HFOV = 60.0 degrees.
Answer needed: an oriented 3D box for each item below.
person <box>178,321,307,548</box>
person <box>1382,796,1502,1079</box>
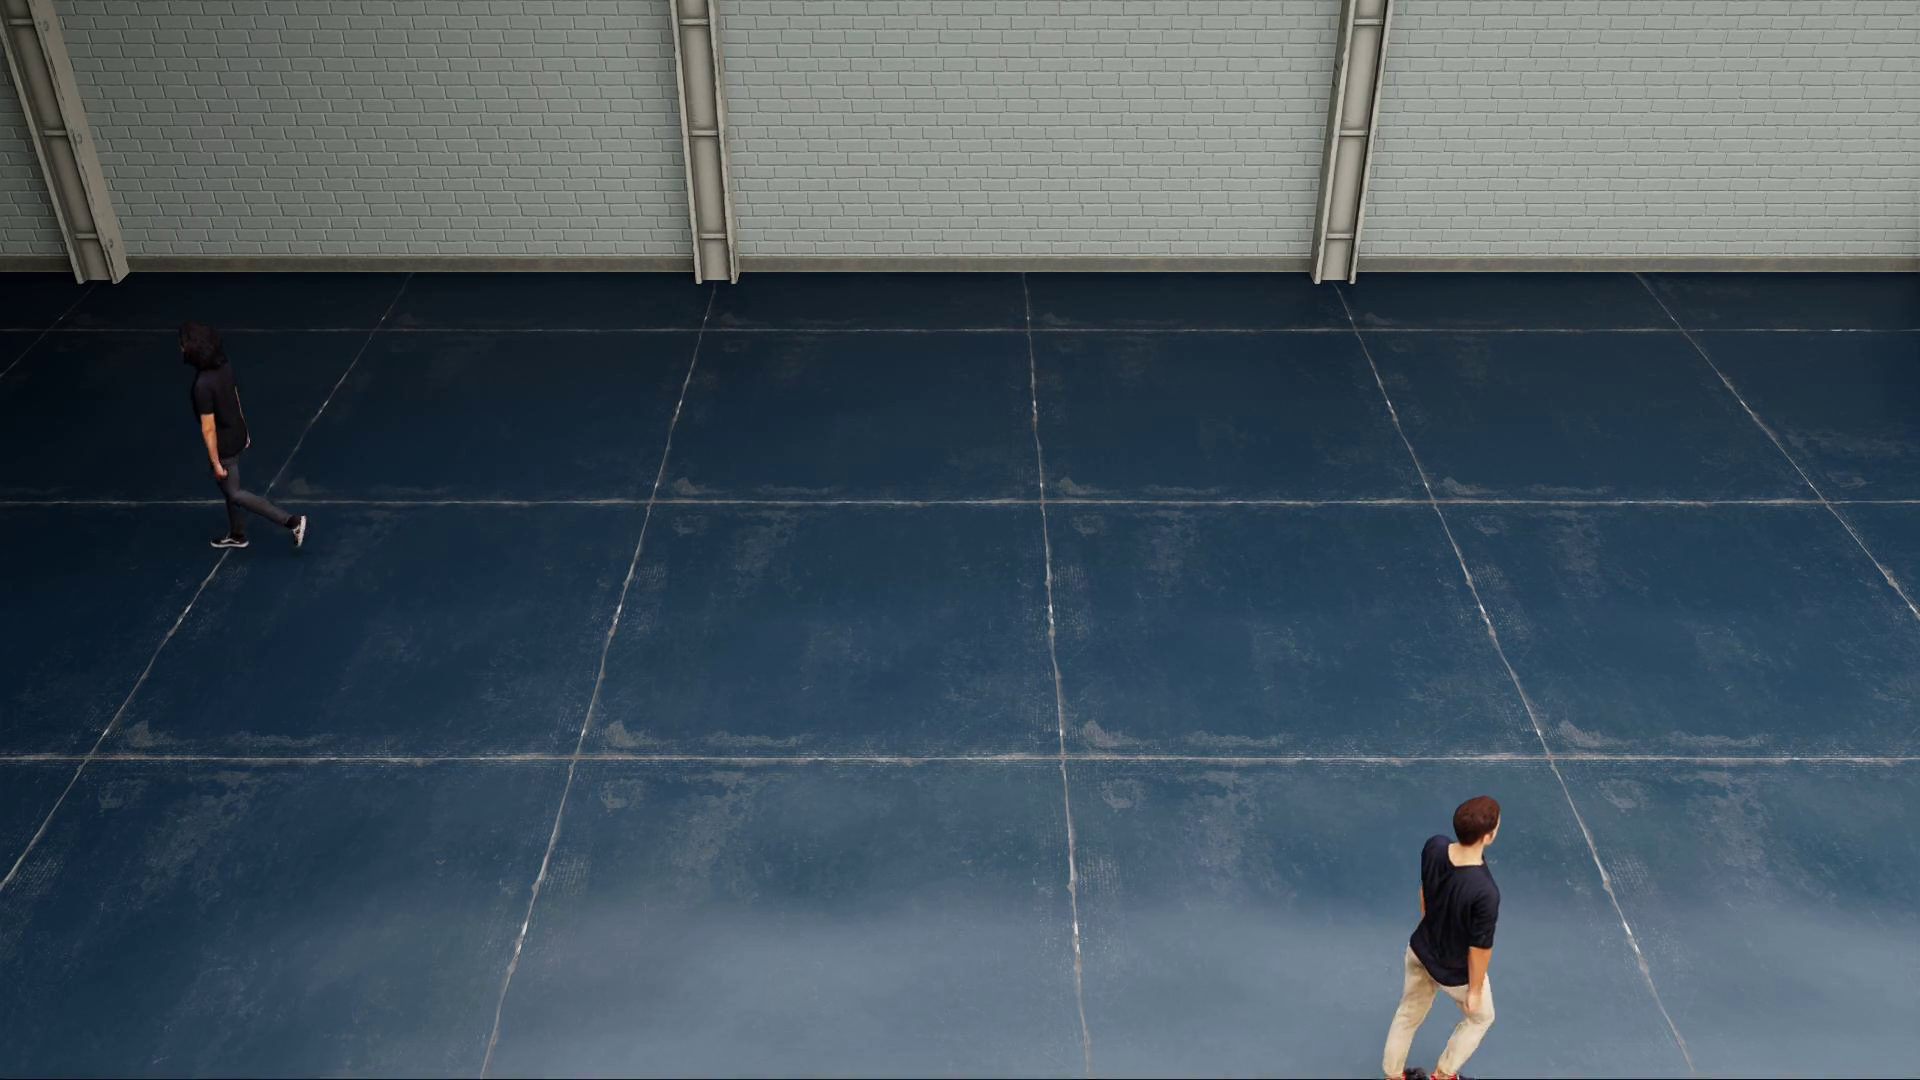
[{"bbox_3d":[-5.089,-0.692,11.693,0.997,1.809,0.638,1,33,1],"label":"person"},{"bbox_3d":[2.153,1.946,7.606,0.842,1.842,0.808,-16,36,-23],"label":"person"}]
